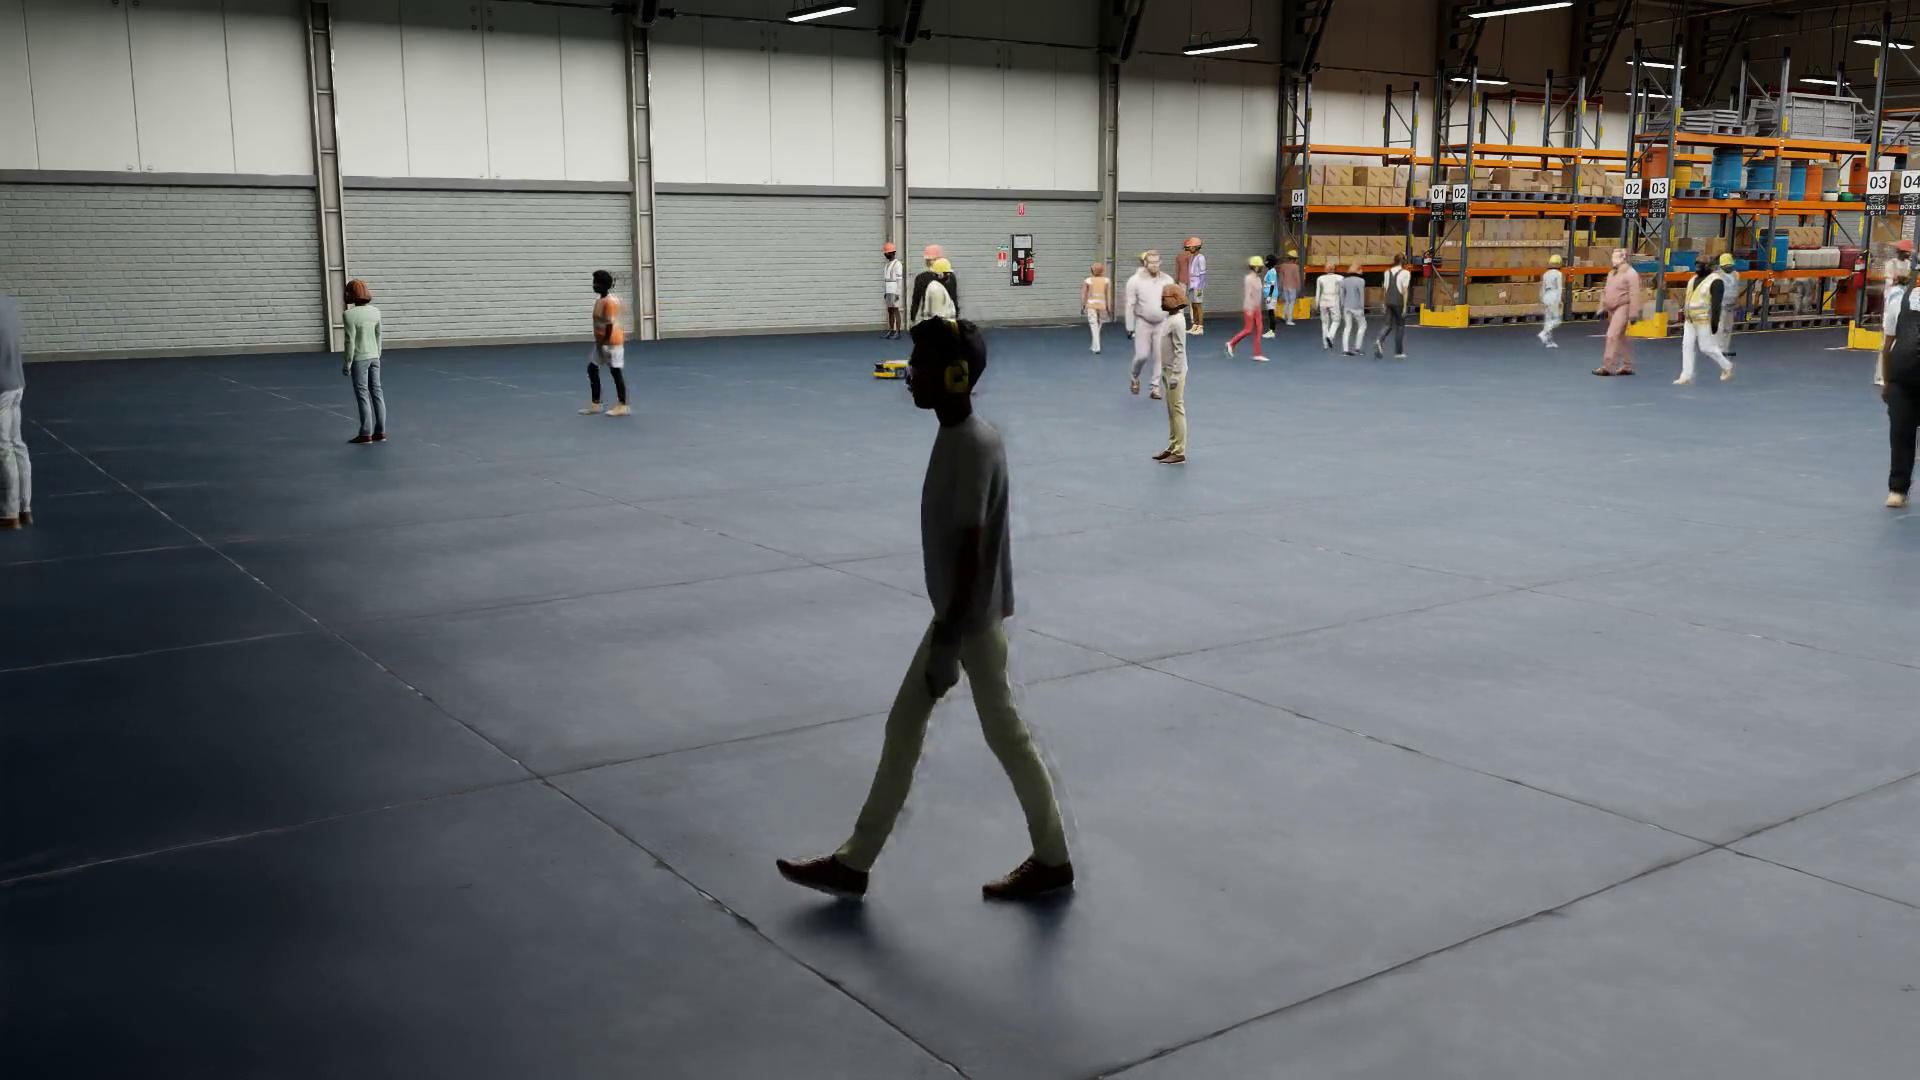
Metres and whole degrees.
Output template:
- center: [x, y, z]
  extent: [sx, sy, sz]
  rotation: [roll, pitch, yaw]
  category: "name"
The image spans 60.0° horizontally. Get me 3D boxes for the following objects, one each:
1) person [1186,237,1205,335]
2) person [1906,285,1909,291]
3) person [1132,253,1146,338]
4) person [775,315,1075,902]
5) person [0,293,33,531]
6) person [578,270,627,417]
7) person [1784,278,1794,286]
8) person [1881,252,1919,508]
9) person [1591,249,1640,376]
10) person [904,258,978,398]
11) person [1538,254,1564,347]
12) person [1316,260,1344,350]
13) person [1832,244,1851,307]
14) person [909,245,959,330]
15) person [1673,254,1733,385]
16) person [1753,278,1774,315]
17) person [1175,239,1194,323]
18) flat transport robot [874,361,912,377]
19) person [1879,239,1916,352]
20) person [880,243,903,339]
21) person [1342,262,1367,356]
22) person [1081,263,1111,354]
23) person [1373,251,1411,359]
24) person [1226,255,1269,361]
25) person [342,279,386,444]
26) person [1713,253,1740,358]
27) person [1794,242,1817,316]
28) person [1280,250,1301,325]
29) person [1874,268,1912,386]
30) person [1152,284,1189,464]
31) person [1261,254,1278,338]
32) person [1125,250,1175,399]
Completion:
- center: [4.934, -5.327, 34.954]
  extent: [0.394, 2.041, 0.612]
  rotation: [-2, 11, -11]
  category: "person"
- center: [19.977, -5.279, 35.204]
  extent: [0.757, 1.860, 0.585]
  rotation: [-2, 11, -10]
  category: "person"
- center: [3.827, -4.999, 34.038]
  extent: [0.874, 1.728, 0.546]
  rotation: [-2, 11, -13]
  category: "person"
- center: [-0.067, 0.243, 5.040]
  extent: [0.961, 1.812, 0.551]
  rotation: [-2, 11, -12]
  category: "person"
- center: [-6.772, -1.026, 11.668]
  extent: [0.365, 1.939, 0.633]
  rotation: [-2, 10, -10]
  category: "person"
- center: [-4.119, -2.230, 18.952]
  extent: [0.656, 1.671, 0.558]
  rotation: [-6, 12, -28]
  category: "person"
- center: [24.391, -7.722, 48.488]
  extent: [0.920, 1.887, 0.576]
  rotation: [0, 10, -1]
  category: "person"
- center: [7.429, -1.276, 12.752]
  extent: [0.689, 2.000, 0.770]
  rotation: [9, 14, 42]
  category: "person"
- center: [9.692, -3.370, 24.700]
  extent: [0.862, 1.876, 0.653]
  rotation: [-1, 10, -5]
  category: "person"
- center: [-0.276, -2.704, 21.274]
  extent: [0.923, 1.793, 0.584]
  rotation: [-2, 11, -10]
  category: "person"
- center: [11.019, -4.450, 30.988]
  extent: [0.424, 1.727, 0.510]
  rotation: [-3, 11, -18]
  category: "person"
- center: [6.721, -4.266, 30.254]
  extent: [0.530, 1.626, 0.437]
  rotation: [5, 12, 26]
  category: "person"
- center: [25.272, -7.523, 47.503]
  extent: [0.632, 1.859, 0.490]
  rotation: [3, 11, 15]
  category: "person"
- center: [-0.378, -2.963, 22.273]
  extent: [0.643, 1.933, 1.037]
  rotation: [5, 11, 26]
  category: "person"
- center: [10.355, -3.048, 23.092]
  extent: [0.740, 1.819, 0.633]
  rotation: [-3, 11, -15]
  category: "person"
- center: [21.097, -6.853, 43.636]
  extent: [0.543, 1.928, 0.371]
  rotation: [8, 13, 39]
  category: "person"
- center: [5.472, -6.217, 39.960]
  extent: [0.615, 1.997, 0.373]
  rotation: [3, 11, 15]
  category: "person"
- center: [-0.521, -2.516, 24.404]
  extent: [1.431, 0.197, 0.652]
  rotation: [0, 10, 3]
  category: "flat transport robot"
- center: [16.664, -4.316, 29.520]
  extent: [0.618, 2.011, 0.604]
  rotation: [-4, 11, -22]
  category: "person"
- center: [-1.383, -5.003, 33.494]
  extent: [0.374, 1.929, 0.542]
  rotation: [-6, 12, -31]
  category: "person"
- center: [6.851, -3.989, 28.772]
  extent: [0.564, 1.608, 0.537]
  rotation: [-7, 12, -32]
  category: "person"
- center: [2.407, -4.101, 29.445]
  extent: [0.525, 1.600, 0.837]
  rotation: [-2, 11, -12]
  category: "person"
- center: [7.273, -3.937, 27.951]
  extent: [0.748, 1.819, 0.527]
  rotation: [-10, 14, -43]
  category: "person"
- center: [4.826, -3.855, 27.677]
  extent: [0.645, 1.749, 0.534]
  rotation: [8, 13, 36]
  category: "person"
- center: [-5.970, -1.778, 16.620]
  extent: [0.280, 1.634, 0.498]
  rotation: [4, 11, 21]
  category: "person"
- center: [12.892, -3.921, 27.965]
  extent: [0.733, 1.785, 0.444]
  rotation: [-5, 12, -26]
  category: "person"
- center: [20.828, -6.357, 40.935]
  extent: [0.539, 1.918, 0.665]
  rotation: [-6, 12, -31]
  category: "person"
- center: [7.725, -5.879, 38.775]
  extent: [0.374, 1.750, 0.542]
  rotation: [-8, 13, -38]
  category: "person"
- center: [12.964, -2.918, 22.912]
  extent: [0.583, 1.621, 0.519]
  rotation: [7, 12, 33]
  category: "person"
- center: [1.929, -1.509, 15.145]
  extent: [0.281, 1.634, 0.498]
  rotation: [0, 10, -2]
  category: "person"
- center: [6.317, -4.955, 33.863]
  extent: [0.319, 1.697, 0.533]
  rotation: [2, 10, 9]
  category: "person"
- center: [2.432, -2.740, 21.200]
  extent: [0.645, 1.892, 0.465]
  rotation: [-2, 11, -12]
  category: "person"
